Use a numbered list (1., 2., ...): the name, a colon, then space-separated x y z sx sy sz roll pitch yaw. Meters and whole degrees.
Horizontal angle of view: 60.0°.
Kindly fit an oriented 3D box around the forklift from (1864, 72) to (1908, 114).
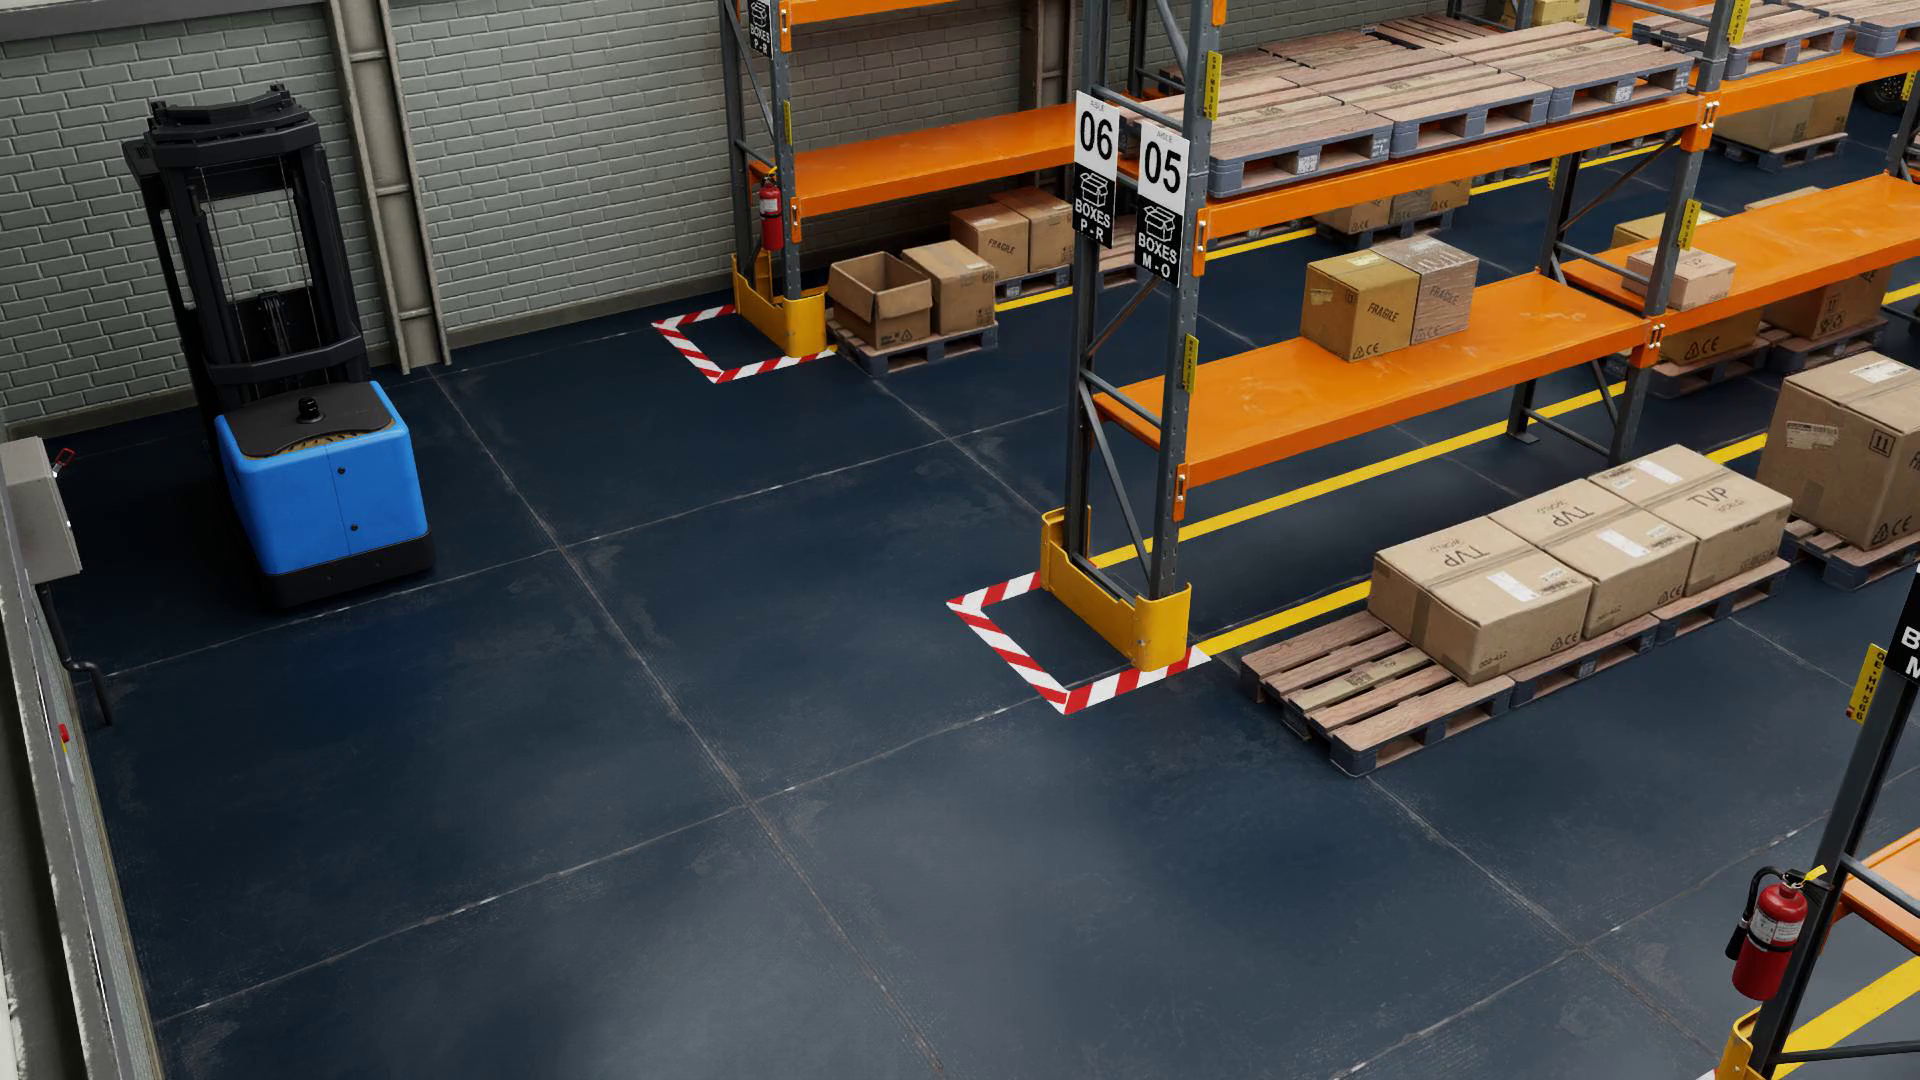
1. forklift: 11.468 -5.645 18.244 1.214 2.155 2.313 -17 36 -26

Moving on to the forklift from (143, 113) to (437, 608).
1. forklift: -4.289 -1.259 10.509 1.129 2.768 1.873 -17 36 -26
